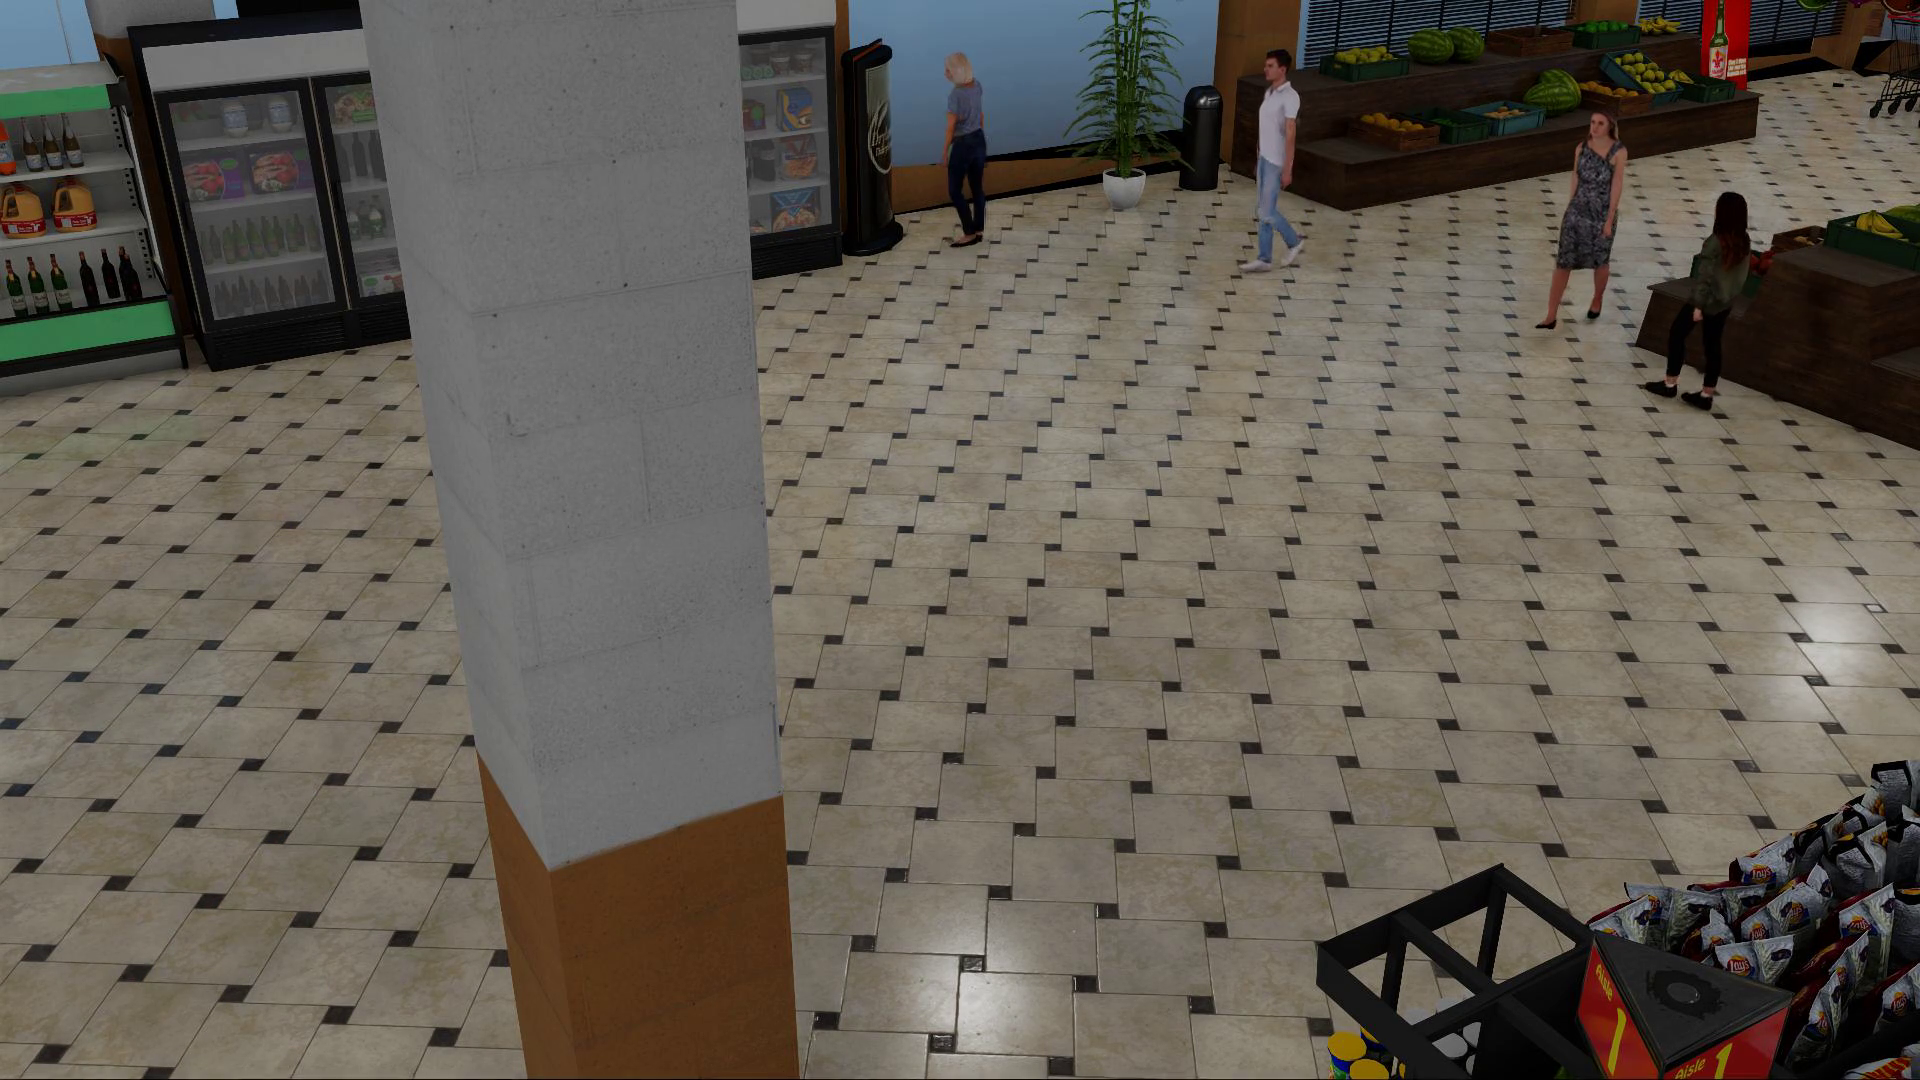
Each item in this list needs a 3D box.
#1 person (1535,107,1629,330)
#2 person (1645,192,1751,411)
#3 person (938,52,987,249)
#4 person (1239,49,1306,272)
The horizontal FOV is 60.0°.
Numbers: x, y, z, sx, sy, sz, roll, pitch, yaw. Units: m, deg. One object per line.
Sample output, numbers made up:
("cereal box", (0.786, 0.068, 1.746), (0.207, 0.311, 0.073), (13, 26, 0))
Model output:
("person", (4.843, -2.425, 12.617), (0.818, 1.657, 1.193), (24, 35, 38))
("person", (5.101, -1.572, 11.152), (0.612, 1.463, 0.644), (-14, 30, -26))
("person", (0.089, -3.425, 14.561), (0.667, 1.683, 0.863), (-18, 32, -31))
("person", (2.679, -3.113, 13.770), (0.863, 1.842, 0.785), (-7, 28, -14))
